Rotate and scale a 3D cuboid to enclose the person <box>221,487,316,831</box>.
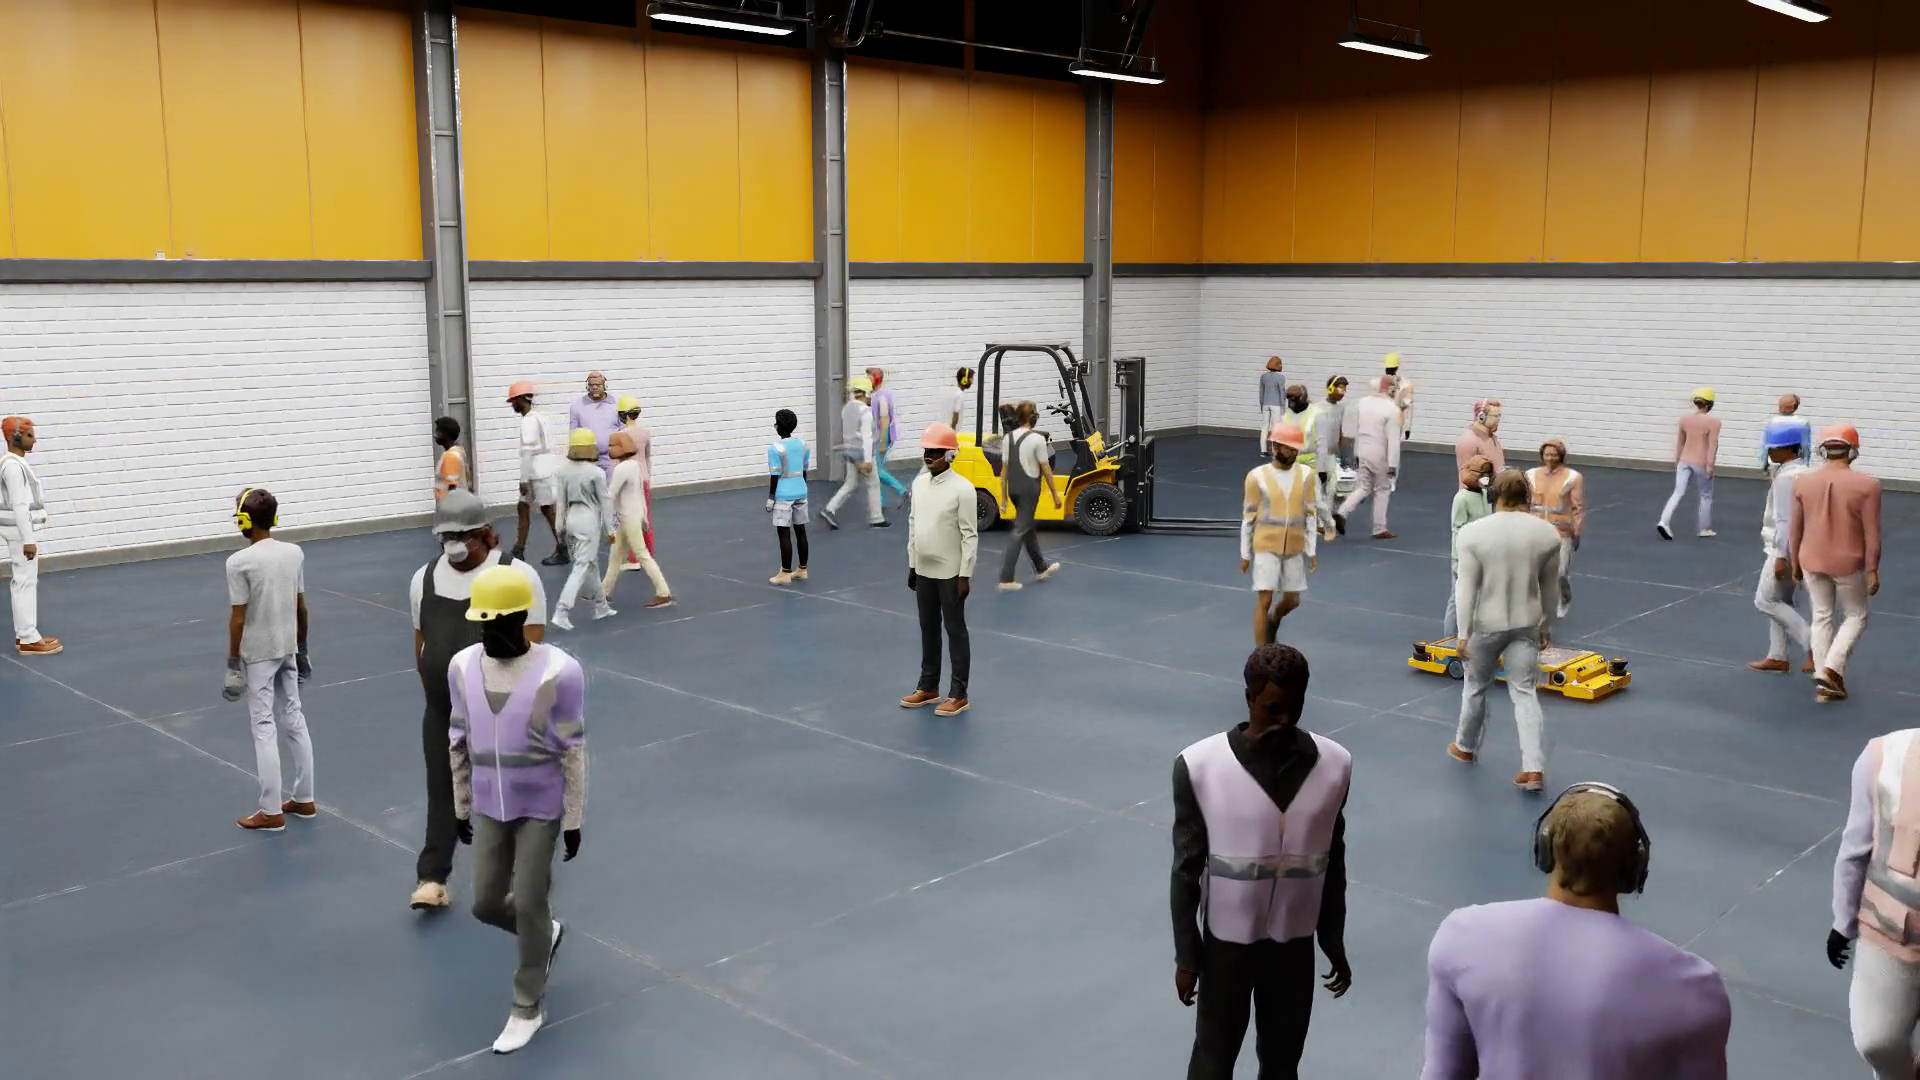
[{"bbox_3d":[-3.764,0.644,9.027,0.310,1.865,0.538,4,10,23],"label":"person"}]

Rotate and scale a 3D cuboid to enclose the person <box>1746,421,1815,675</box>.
[{"bbox_3d":[6.156,0.088,12.276,0.608,1.921,0.633,7,12,38],"label":"person"}]

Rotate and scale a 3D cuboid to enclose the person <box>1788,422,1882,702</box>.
[{"bbox_3d":[6.122,0.163,11.641,0.481,1.966,0.638,-8,12,-41],"label":"person"}]

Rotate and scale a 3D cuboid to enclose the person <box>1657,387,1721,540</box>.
[{"bbox_3d":[8.203,-0.857,18.658,0.887,1.728,0.531,-6,11,-33],"label":"person"}]

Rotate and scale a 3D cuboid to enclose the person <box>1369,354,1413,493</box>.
[{"bbox_3d":[5.771,-1.557,22.429,0.609,1.883,0.921,4,10,25],"label":"person"}]

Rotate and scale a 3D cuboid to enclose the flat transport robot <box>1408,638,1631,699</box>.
[{"bbox_3d":[4.118,0.906,12.284,1.431,0.197,0.652,9,13,43],"label":"flat transport robot"}]

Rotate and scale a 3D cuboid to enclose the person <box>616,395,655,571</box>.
[{"bbox_3d":[-3.314,-0.572,16.773,0.326,1.767,0.533,5,10,26],"label":"person"}]

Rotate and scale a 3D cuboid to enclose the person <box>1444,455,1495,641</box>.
[{"bbox_3d":[3.910,0.159,12.696,0.501,1.631,0.287,-9,13,-44],"label":"person"}]

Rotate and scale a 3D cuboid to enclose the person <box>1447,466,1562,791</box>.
[{"bbox_3d":[3.218,0.501,9.828,0.644,1.910,0.884,0,9,-1],"label":"person"}]

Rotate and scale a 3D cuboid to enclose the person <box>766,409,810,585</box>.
[{"bbox_3d":[-1.658,-0.413,16.005,0.320,1.698,0.531,7,12,36],"label":"person"}]

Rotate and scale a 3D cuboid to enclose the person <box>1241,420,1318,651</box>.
[{"bbox_3d":[2.379,0.041,12.543,0.569,1.921,0.663,-1,9,-8],"label":"person"}]

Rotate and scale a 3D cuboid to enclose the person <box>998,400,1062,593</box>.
[{"bbox_3d":[0.676,-0.427,15.793,0.945,1.791,0.513,-7,12,-39],"label":"person"}]

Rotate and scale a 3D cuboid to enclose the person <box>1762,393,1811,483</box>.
[{"bbox_3d":[9.440,-0.876,19.063,0.611,1.622,0.525,-6,11,-35],"label":"person"}]

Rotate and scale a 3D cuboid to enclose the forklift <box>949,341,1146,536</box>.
[{"bbox_3d":[0.977,-1.223,19.452,2.313,2.155,1.214,2,9,11],"label":"forklift"}]

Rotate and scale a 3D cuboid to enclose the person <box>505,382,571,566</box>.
[{"bbox_3d":[-4.412,-0.666,16.979,0.856,1.874,0.653,-2,9,-11],"label":"person"}]

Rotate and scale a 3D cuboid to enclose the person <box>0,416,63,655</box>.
[{"bbox_3d":[-7.379,-0.037,13.128,0.355,1.885,0.575,-6,11,-32],"label":"person"}]

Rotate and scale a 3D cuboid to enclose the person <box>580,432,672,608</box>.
[{"bbox_3d":[-2.989,-0.177,14.908,0.862,1.579,0.500,0,9,1],"label":"person"}]

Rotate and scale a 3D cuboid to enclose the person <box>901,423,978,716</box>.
[{"bbox_3d":[-0.139,0.194,11.368,0.374,1.997,0.613,-9,13,-44],"label":"person"}]

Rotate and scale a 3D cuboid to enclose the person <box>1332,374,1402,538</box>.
[{"bbox_3d":[4.595,-0.914,18.598,0.702,1.872,0.688,-5,10,-28],"label":"person"}]

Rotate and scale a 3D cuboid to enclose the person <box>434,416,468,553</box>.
[{"bbox_3d":[-4.632,-0.317,15.466,0.638,1.681,0.535,-3,10,-17],"label":"person"}]

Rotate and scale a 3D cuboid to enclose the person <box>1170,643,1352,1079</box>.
[{"bbox_3d":[0.931,1.246,5.176,0.588,1.914,0.392,-2,10,-15],"label":"person"}]

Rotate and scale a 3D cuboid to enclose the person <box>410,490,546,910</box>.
[{"bbox_3d":[-2.353,0.711,8.064,0.682,2.000,1.023,0,9,3],"label":"person"}]

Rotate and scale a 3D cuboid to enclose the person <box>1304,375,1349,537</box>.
[{"bbox_3d":[4.129,-0.948,18.929,0.558,1.834,0.515,-7,11,-35],"label":"person"}]

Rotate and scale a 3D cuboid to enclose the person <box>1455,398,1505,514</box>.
[{"bbox_3d":[4.597,-0.296,14.656,0.409,1.908,0.639,7,11,35],"label":"person"}]

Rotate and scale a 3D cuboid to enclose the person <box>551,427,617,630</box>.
[{"bbox_3d":[-3.226,-0.100,14.133,0.477,1.700,0.904,6,11,30],"label":"person"}]

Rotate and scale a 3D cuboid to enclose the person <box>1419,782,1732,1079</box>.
[{"bbox_3d":[1.426,1.467,3.834,0.658,1.907,0.830,6,11,33],"label":"person"}]

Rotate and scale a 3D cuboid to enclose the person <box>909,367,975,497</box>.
[{"bbox_3d":[-0.157,-1.379,21.747,1.137,1.774,0.543,-3,10,-18],"label":"person"}]

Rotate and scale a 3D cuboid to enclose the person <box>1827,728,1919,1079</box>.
[{"bbox_3d":[3.169,1.268,5.359,0.636,1.821,0.682,7,12,37],"label":"person"}]

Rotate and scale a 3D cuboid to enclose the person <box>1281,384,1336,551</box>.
[{"bbox_3d":[3.733,-0.775,17.876,0.643,1.817,0.646,-8,12,-42],"label":"person"}]

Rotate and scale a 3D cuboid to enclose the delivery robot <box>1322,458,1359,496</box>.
[{"bbox_3d":[4.945,-0.826,21.730,0.477,0.478,0.707,0,9,-5],"label":"delivery robot"}]

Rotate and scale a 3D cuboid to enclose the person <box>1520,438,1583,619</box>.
[{"bbox_3d":[5.023,-0.063,14.112,0.531,1.619,0.657,7,11,35],"label":"person"}]

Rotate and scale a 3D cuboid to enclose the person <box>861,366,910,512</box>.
[{"bbox_3d":[-0.950,-1.240,20.663,0.491,1.832,0.565,-2,10,-13],"label":"person"}]

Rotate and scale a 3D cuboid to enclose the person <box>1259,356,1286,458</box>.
[{"bbox_3d":[5.042,-2.145,26.820,0.269,1.632,0.504,-8,12,-39],"label":"person"}]

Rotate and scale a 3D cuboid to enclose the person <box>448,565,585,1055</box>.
[{"bbox_3d":[-1.729,1.020,6.588,0.587,1.910,0.573,3,10,15],"label":"person"}]

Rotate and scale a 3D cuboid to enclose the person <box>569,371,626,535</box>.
[{"bbox_3d":[-4.001,-0.915,18.444,0.646,1.907,0.401,-2,9,-11],"label":"person"}]

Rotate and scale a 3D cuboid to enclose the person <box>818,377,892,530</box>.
[{"bbox_3d":[-1.232,-0.993,19.301,0.800,1.795,0.609,-6,11,-32],"label":"person"}]
